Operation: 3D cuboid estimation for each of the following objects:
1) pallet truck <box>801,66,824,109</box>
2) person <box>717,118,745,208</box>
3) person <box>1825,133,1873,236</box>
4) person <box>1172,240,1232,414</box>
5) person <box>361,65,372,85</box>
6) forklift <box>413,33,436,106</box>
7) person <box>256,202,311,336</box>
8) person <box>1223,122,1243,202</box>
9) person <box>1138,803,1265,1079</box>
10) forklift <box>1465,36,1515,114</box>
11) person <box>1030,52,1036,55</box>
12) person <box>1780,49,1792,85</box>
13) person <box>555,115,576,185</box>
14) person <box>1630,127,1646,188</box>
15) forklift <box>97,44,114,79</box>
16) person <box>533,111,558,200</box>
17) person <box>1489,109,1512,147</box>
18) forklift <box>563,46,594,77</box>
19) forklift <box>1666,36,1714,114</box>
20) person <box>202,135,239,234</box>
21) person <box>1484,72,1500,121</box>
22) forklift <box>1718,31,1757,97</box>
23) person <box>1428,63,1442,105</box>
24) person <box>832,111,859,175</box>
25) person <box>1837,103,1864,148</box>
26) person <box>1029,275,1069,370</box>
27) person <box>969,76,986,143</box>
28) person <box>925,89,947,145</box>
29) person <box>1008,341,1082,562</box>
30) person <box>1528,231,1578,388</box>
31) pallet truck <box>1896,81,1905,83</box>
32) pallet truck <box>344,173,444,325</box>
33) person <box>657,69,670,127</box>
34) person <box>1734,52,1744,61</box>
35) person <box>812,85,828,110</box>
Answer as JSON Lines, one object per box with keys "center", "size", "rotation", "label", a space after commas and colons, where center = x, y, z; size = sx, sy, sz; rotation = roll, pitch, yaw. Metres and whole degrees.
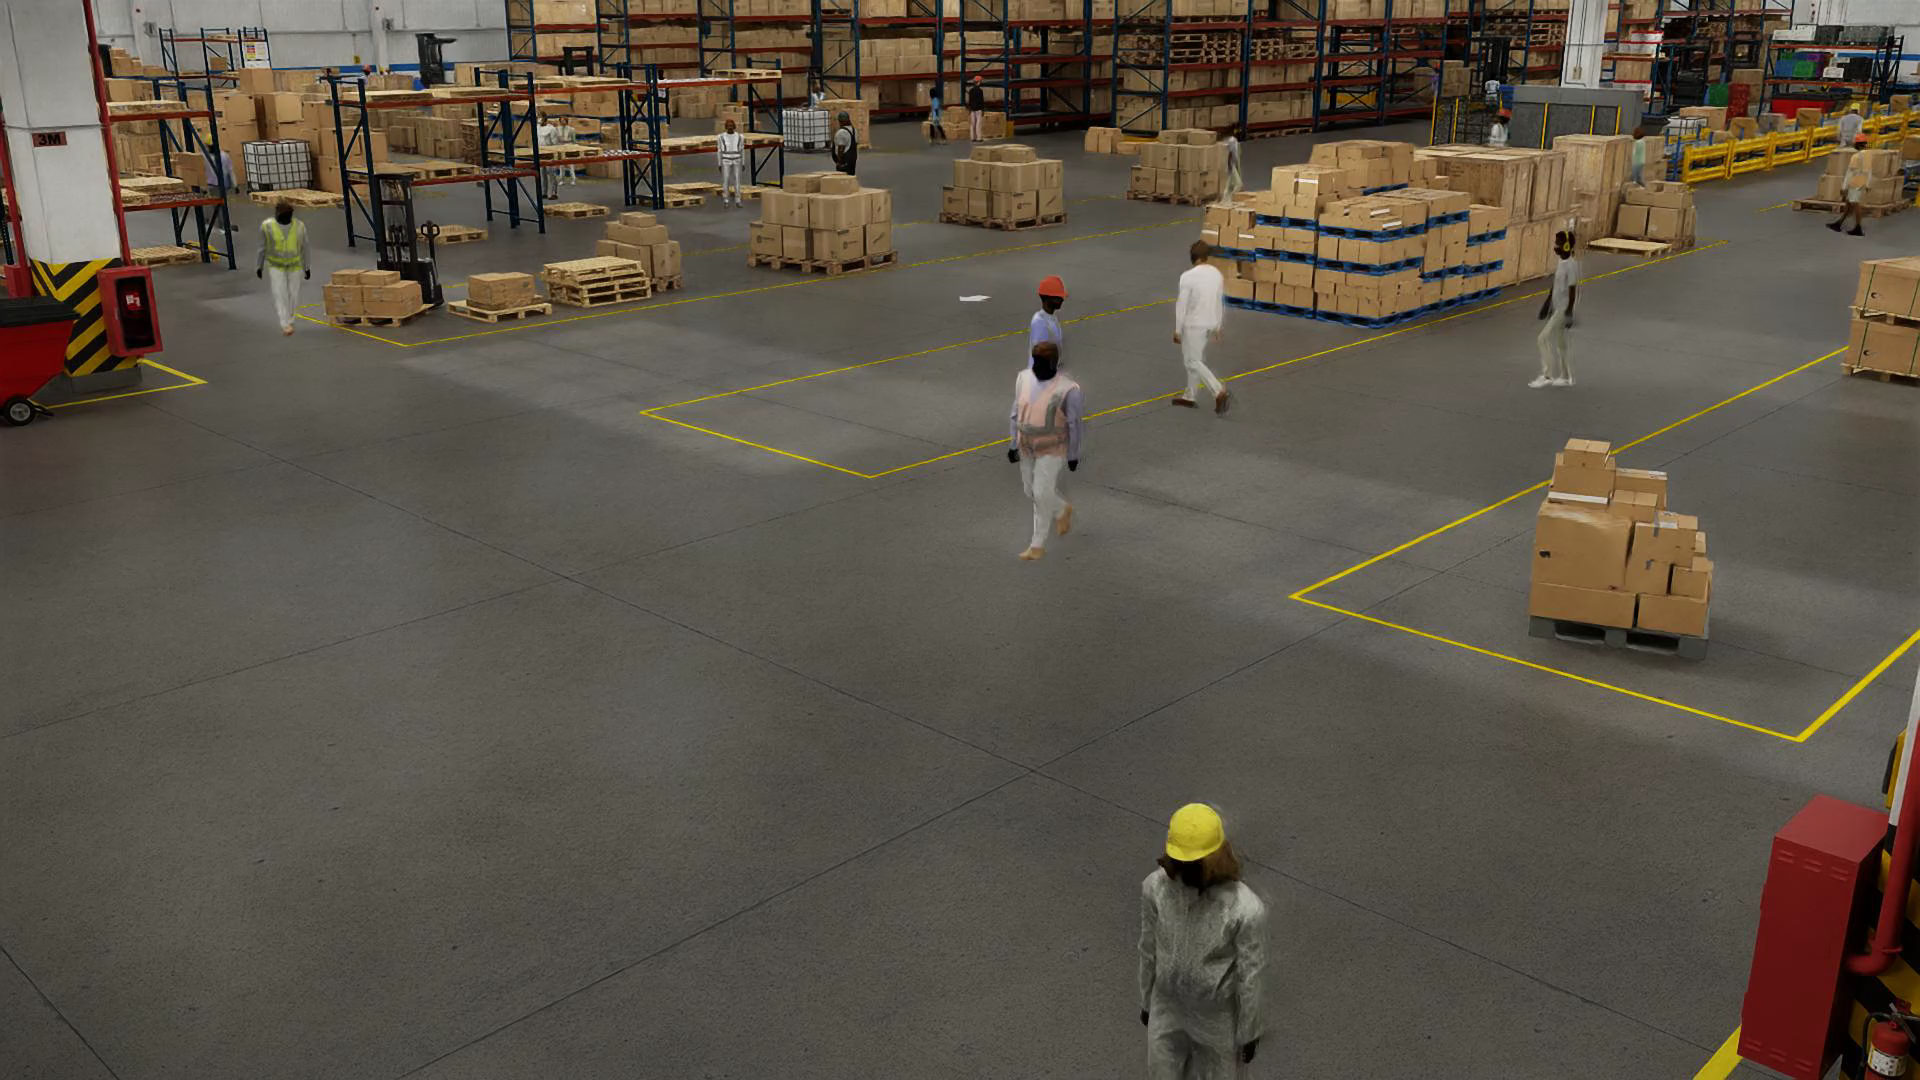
{"center": [-4.812, -15.182, 56.903], "size": [0.823, 1.965, 1.885], "rotation": [-9, 21, -26], "label": "pallet truck"}
{"center": [-4.895, -8.067, 35.644], "size": [0.585, 1.881, 0.343], "rotation": [-5, 19, -16], "label": "person"}
{"center": [17.034, -6.816, 31.837], "size": [0.579, 1.902, 0.911], "rotation": [-11, 22, -31], "label": "person"}
{"center": [2.699, -2.337, 18.345], "size": [0.811, 1.913, 0.632], "rotation": [17, 25, 41], "label": "person"}
{"center": [-21.426, -16.181, 60.094], "size": [0.971, 1.896, 0.549], "rotation": [4, 19, 11], "label": "person"}
{"center": [-21.124, -18.666, 66.019], "size": [1.873, 2.768, 1.129], "rotation": [3, 19, 9], "label": "forklift"}
{"center": [-9.130, -3.668, 22.536], "size": [0.688, 1.789, 0.902], "rotation": [-11, 22, -31], "label": "person"}
{"center": [5.792, -7.874, 35.121], "size": [0.510, 1.853, 0.513], "rotation": [2, 18, 5], "label": "person"}
{"center": [0.911, 1.751, 6.300], "size": [0.499, 1.724, 0.562], "rotation": [10, 21, 27], "label": "person"}
{"center": [19.973, -17.201, 61.605], "size": [1.873, 2.768, 1.129], "rotation": [16, 24, 40], "label": "forklift"}
{"center": [3.574, -23.044, 80.731], "size": [0.407, 1.910, 0.638], "rotation": [11, 21, 29], "label": "person"}
{"center": [40.038, -23.056, 80.683], "size": [0.657, 1.952, 0.978], "rotation": [17, 25, 41], "label": "person"}
{"center": [-9.434, -9.317, 39.789], "size": [0.512, 1.642, 0.312], "rotation": [0, 18, 0], "label": "person"}
{"center": [15.071, -8.307, 36.792], "size": [0.560, 1.609, 0.551], "rotation": [13, 22, 34], "label": "person"}
{"center": [-27.144, -14.333, 52.966], "size": [1.873, 2.768, 1.129], "rotation": [-4, 19, -12], "label": "forklift"}
{"center": [-9.226, -8.551, 37.016], "size": [0.632, 1.939, 0.368], "rotation": [8, 20, 23], "label": "person"}
{"center": [12.337, -8.896, 38.091], "size": [0.556, 1.910, 0.581], "rotation": [15, 24, 39], "label": "person"}
{"center": [-11.745, -13.879, 51.597], "size": [1.873, 2.768, 1.129], "rotation": [16, 24, 40], "label": "forklift"}
{"center": [27.341, -17.291, 61.877], "size": [1.129, 2.768, 1.873], "rotation": [17, 25, 41], "label": "forklift"}
{"center": [-14.059, -6.729, 31.624], "size": [0.971, 1.880, 0.592], "rotation": [17, 25, 42], "label": "person"}
{"center": [18.830, -15.707, 58.955], "size": [0.533, 1.697, 0.318], "rotation": [-1, 18, -4], "label": "person"}
{"center": [32.627, -19.845, 69.573], "size": [1.129, 2.768, 1.873], "rotation": [4, 19, 10], "label": "forklift"}
{"center": [17.584, -16.706, 61.642], "size": [0.878, 1.913, 0.549], "rotation": [17, 25, 41], "label": "person"}
{"center": [-2.506, -8.197, 35.791], "size": [0.535, 2.000, 0.673], "rotation": [10, 21, 27], "label": "person"}
{"center": [22.433, -10.126, 42.002], "size": [0.907, 1.795, 0.604], "rotation": [-15, 23, -37], "label": "person"}
{"center": [0.855, -1.587, 16.036], "size": [0.373, 1.934, 0.552], "rotation": [5, 19, 13], "label": "person"}
{"center": [0.529, -13.130, 50.723], "size": [0.375, 1.996, 0.608], "rotation": [-15, 24, -39], "label": "person"}
{"center": [-0.733, -12.714, 49.981], "size": [0.759, 1.650, 0.550], "rotation": [3, 19, 8], "label": "person"}
{"center": [0.737, -0.781, 13.804], "size": [0.622, 1.817, 0.774], "rotation": [16, 24, 39], "label": "person"}
{"center": [6.986, -2.703, 19.549], "size": [0.677, 1.848, 0.533], "rotation": [4, 19, 11], "label": "person"}
{"center": [34.802, -16.331, 61.455], "size": [0.653, 1.274, 1.630], "rotation": [17, 25, 41], "label": "pallet truck"}
{"center": [-8.209, -4.181, 23.757], "size": [0.823, 1.965, 1.885], "rotation": [3, 19, 9], "label": "pallet truck"}
{"center": [-10.093, -15.035, 56.599], "size": [0.589, 1.912, 0.390], "rotation": [14, 23, 36], "label": "person"}
{"center": [35.487, -21.374, 75.953], "size": [0.541, 1.745, 0.640], "rotation": [16, 24, 40], "label": "person"}
{"center": [-4.395, -13.605, 52.732], "size": [0.612, 1.632, 0.326], "rotation": [1, 18, 3], "label": "person"}
